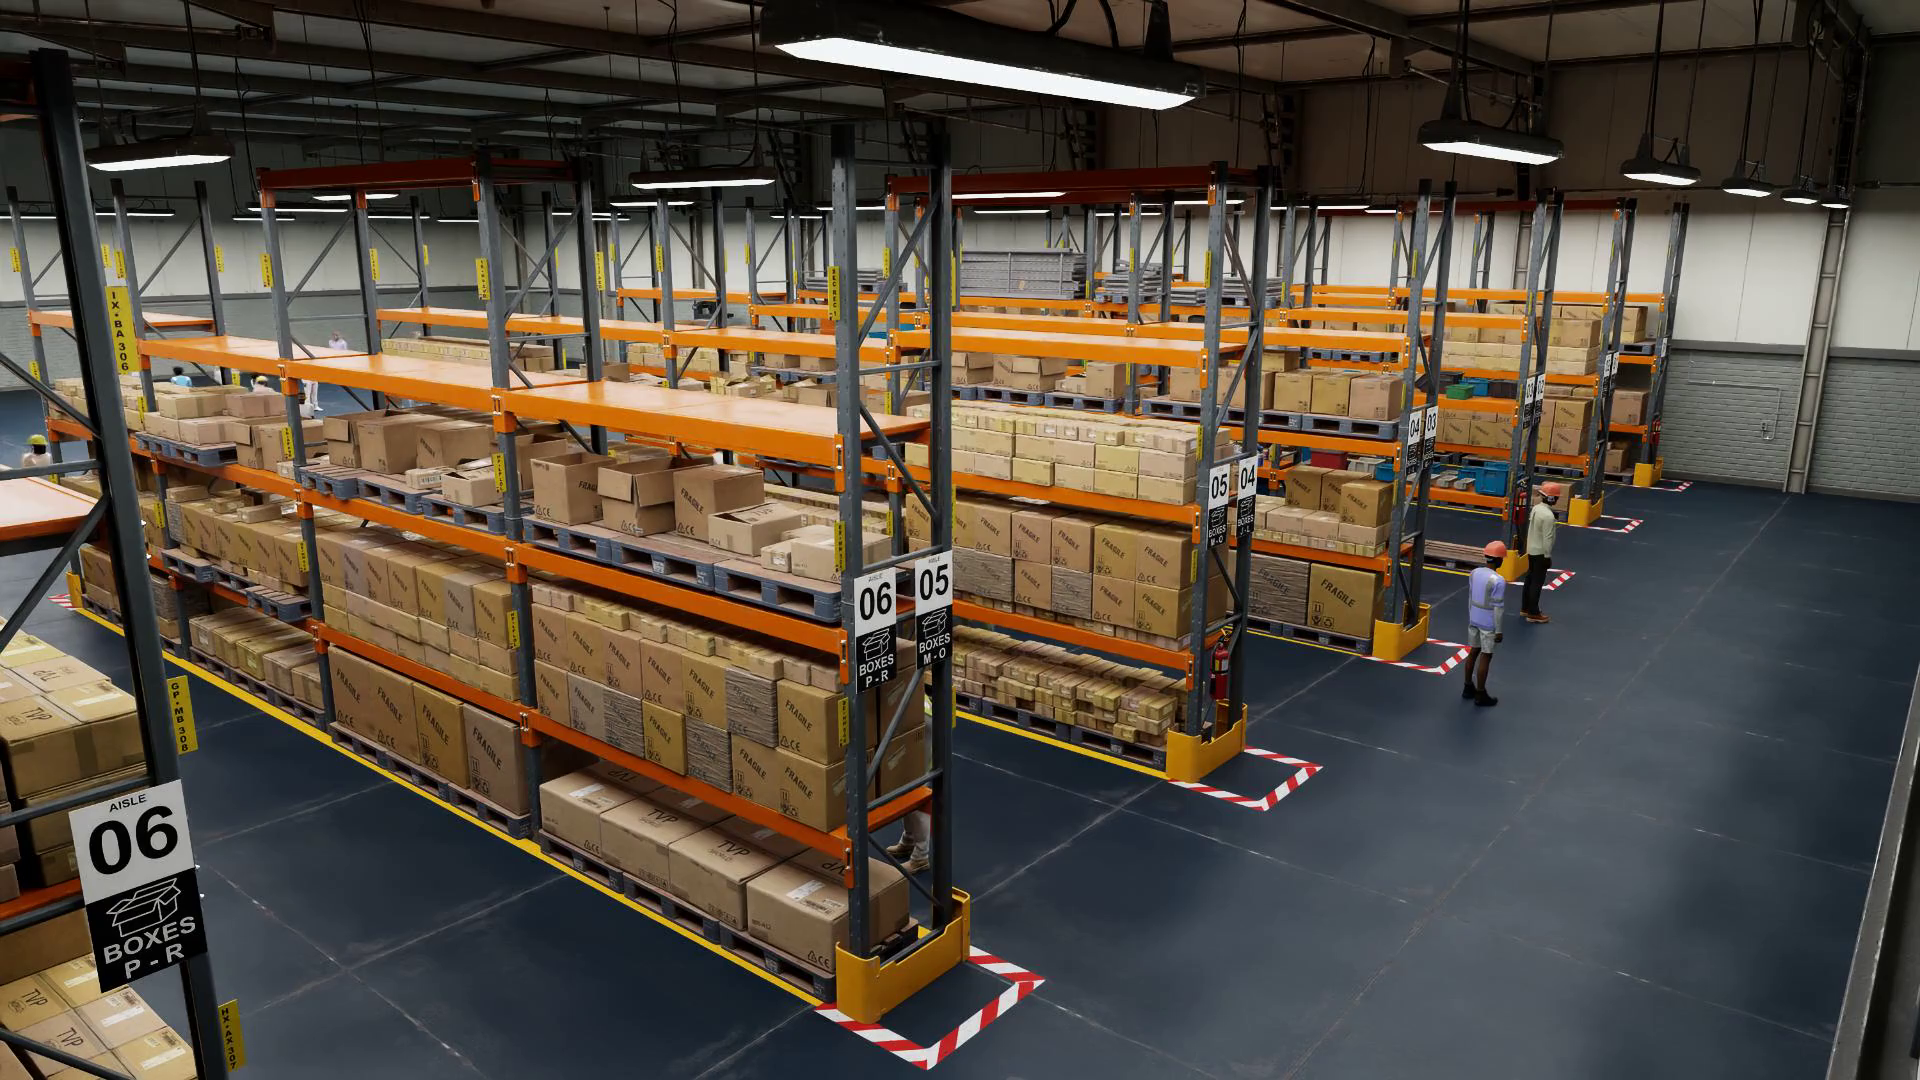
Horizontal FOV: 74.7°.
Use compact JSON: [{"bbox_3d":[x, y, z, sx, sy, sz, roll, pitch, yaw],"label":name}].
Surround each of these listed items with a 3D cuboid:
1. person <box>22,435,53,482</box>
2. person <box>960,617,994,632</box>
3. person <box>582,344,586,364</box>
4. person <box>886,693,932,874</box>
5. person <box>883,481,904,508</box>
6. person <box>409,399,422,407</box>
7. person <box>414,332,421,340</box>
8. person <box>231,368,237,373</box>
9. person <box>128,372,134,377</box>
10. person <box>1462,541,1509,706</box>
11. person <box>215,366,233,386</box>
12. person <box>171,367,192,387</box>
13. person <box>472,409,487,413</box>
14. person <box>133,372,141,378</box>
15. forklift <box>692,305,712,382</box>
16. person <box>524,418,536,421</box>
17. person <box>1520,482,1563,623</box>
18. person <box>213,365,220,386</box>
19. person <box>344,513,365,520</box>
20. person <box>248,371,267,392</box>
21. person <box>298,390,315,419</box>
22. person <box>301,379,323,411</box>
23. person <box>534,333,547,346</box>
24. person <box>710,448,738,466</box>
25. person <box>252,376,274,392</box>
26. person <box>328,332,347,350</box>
[{"bbox_3d":[-16.591,-0.982,22.778,1.011,1.872,0.600,0,14,0],"label":"person"},{"bbox_3d":[0.259,0.662,16.138,0.704,1.805,0.619,11,17,37],"label":"person"},{"bbox_3d":[-13.200,-6.390,45.078,0.429,1.841,0.634,5,15,21],"label":"person"},{"bbox_3d":[-0.435,1.939,10.822,0.429,1.841,0.625,-4,14,-18],"label":"person"},{"bbox_3d":[-0.888,0.092,18.100,1.048,1.987,0.646,8,16,29],"label":"person"},{"bbox_3d":[-16.109,-4.404,37.088,0.518,1.757,0.338,0,14,0],"label":"person"},{"bbox_3d":[-19.827,-6.694,46.244,0.633,1.887,0.665,8,16,29],"label":"person"},{"bbox_3d":[-23.012,-5.099,39.617,0.563,1.915,0.601,-6,15,-22],"label":"person"},{"bbox_3d":[-25.927,-4.860,39.249,0.376,1.622,0.512,-7,16,-28],"label":"person"},{"bbox_3d":[6.146,0.955,14.686,0.389,1.929,0.545,-3,14,-14],"label":"person"},{"bbox_3d":[-21.280,-4.299,36.520,0.566,1.831,0.766,-2,14,-9],"label":"person"},{"bbox_3d":[-22.387,-4.165,36.247,0.693,1.667,0.577,12,18,40],"label":"person"},{"bbox_3d":[-10.687,-2.295,27.977,0.873,1.965,0.622,2,14,6],"label":"person"},{"bbox_3d":[-26.312,-5.207,40.011,0.356,1.937,0.552,7,15,26],"label":"person"},{"bbox_3d":[-9.511,-7.392,47.124,1.873,2.768,1.129,11,17,38],"label":"forklift"},{"bbox_3d":[-10.861,-2.979,31.481,0.520,1.620,0.341,-7,15,-27],"label":"person"},{"bbox_3d":[8.241,0.161,17.833,0.407,1.986,0.616,2,14,6],"label":"person"},{"bbox_3d":[-22.926,-4.917,38.976,0.827,1.860,0.657,-11,17,-37],"label":"person"},{"bbox_3d":[-11.423,-1.175,23.625,0.634,1.842,0.429,-3,14,-11],"label":"person"},{"bbox_3d":[-18.970,-3.772,34.203,0.625,1.886,0.465,10,17,36],"label":"person"},{"bbox_3d":[-15.233,-2.553,29.262,0.513,1.866,0.336,-7,15,-26],"label":"person"},{"bbox_3d":[-20.039,-4.915,38.891,0.405,1.903,0.636,4,14,18],"label":"person"},{"bbox_3d":[-17.965,-8.546,53.938,0.506,1.847,0.344,1,14,5],"label":"person"},{"bbox_3d":[-4.257,-0.930,22.601,0.597,1.839,0.825,-6,15,-23],"label":"person"},{"bbox_3d":[-18.402,-3.484,33.376,0.566,1.721,0.820,-10,17,-34],"label":"person"},{"bbox_3d":[-22.851,-6.712,46.299,0.662,1.890,0.513,0,14,0],"label":"person"}]
